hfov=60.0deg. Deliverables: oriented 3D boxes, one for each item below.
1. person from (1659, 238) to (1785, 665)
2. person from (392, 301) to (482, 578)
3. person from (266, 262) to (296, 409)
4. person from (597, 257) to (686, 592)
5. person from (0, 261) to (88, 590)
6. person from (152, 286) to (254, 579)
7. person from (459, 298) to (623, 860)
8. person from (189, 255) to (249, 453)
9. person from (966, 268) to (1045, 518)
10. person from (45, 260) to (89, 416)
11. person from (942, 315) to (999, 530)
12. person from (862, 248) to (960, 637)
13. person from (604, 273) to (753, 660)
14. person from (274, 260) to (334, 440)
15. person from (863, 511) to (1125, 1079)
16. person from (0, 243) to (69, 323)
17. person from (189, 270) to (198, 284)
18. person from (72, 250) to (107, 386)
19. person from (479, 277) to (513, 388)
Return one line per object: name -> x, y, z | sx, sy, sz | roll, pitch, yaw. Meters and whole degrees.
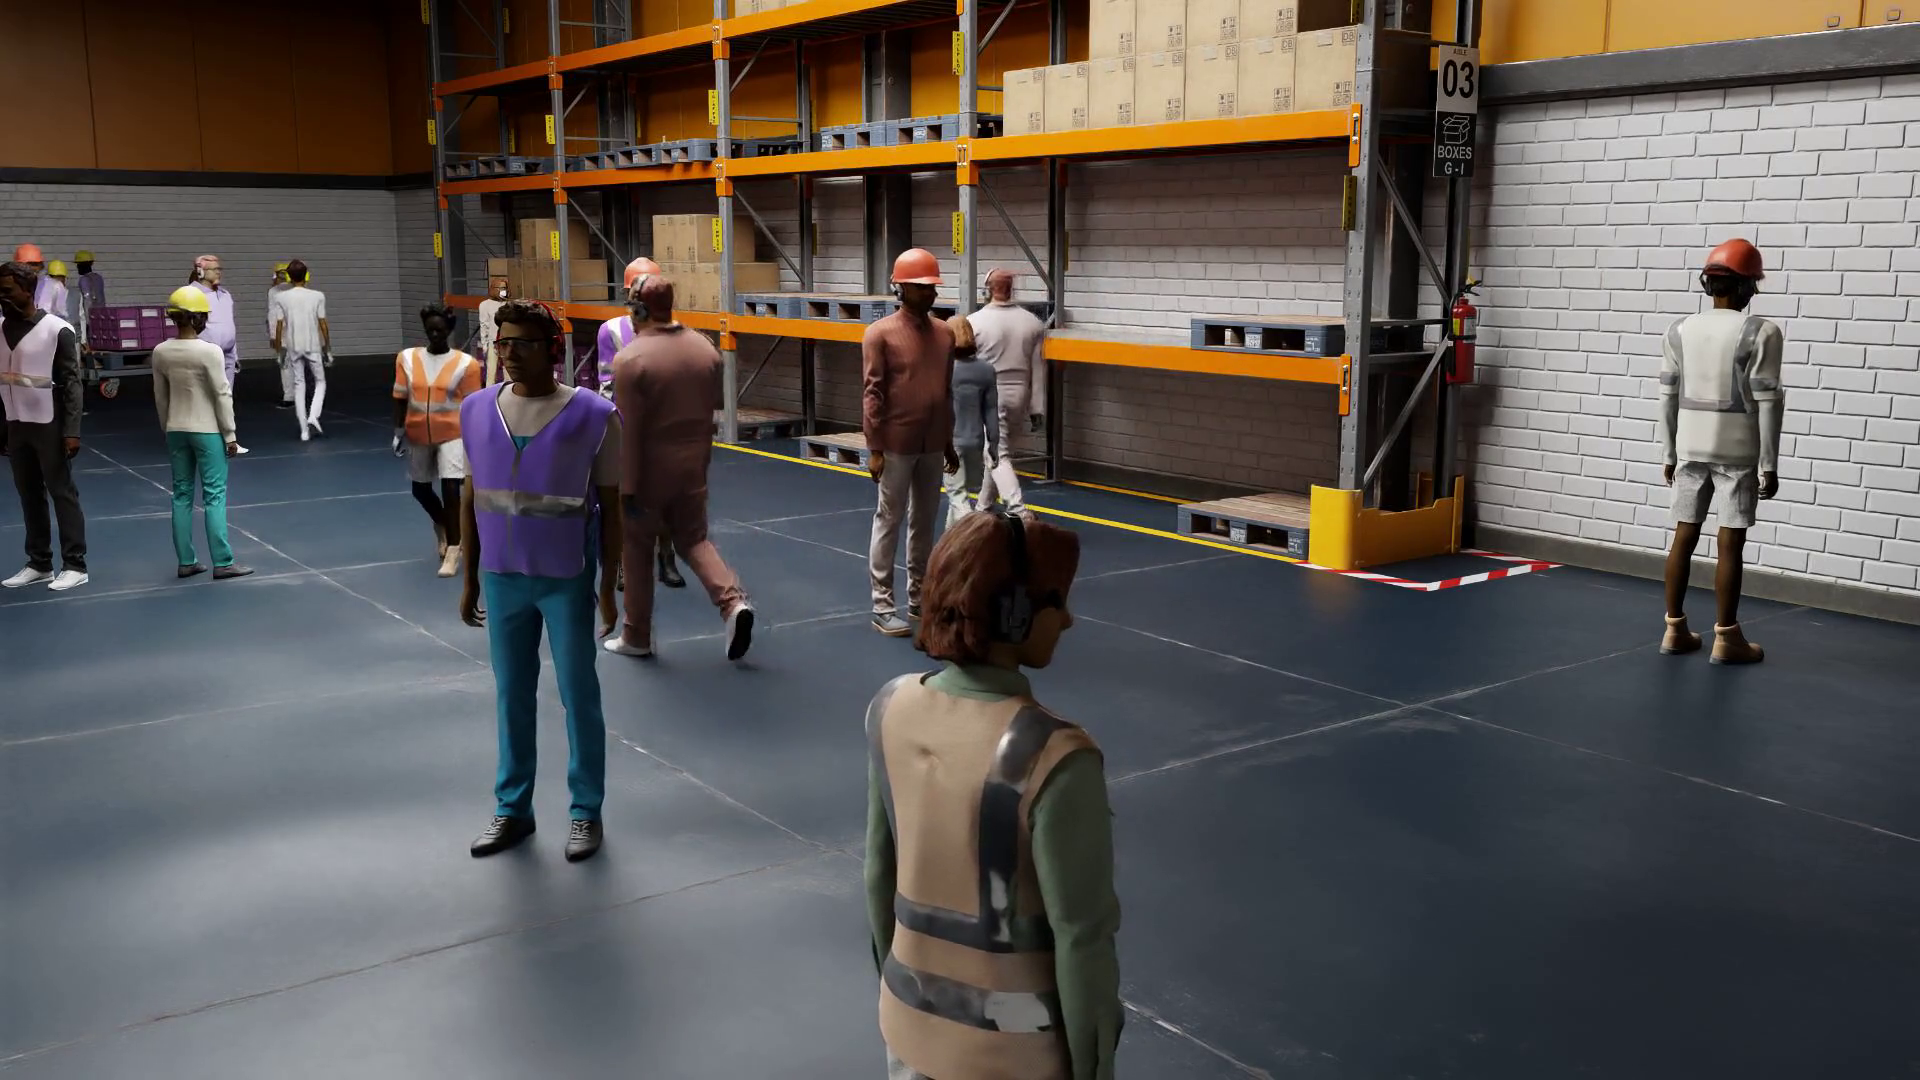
person -> 3.674, -0.422, 8.042 | 0.369, 2.045, 0.608 | -7, 12, -35
person -> -3.217, -0.647, 10.322 | 0.538, 1.676, 0.742 | 1, 10, 3
person -> -8.346, -2.507, 20.475 | 0.406, 1.796, 0.714 | 2, 10, 9
person -> -1.826, -0.669, 9.721 | 0.543, 1.939, 0.360 | -4, 11, -23
person -> -5.402, -0.665, 9.757 | 0.597, 1.916, 0.371 | 3, 11, 17
person -> -4.594, -0.640, 10.042 | 0.522, 1.770, 0.310 | 3, 11, 16
person -> -1.377, 0.129, 5.505 | 0.563, 1.847, 0.388 | 2, 10, 10
person -> -7.097, -1.746, 15.837 | 0.410, 1.913, 0.643 | 3, 10, 15
person -> 0.269, -0.943, 11.481 | 0.652, 1.863, 0.993 | -6, 12, -30
person -> -10.506, -2.351, 19.442 | 0.404, 1.830, 0.598 | 9, 13, 41
person -> -0.010, -0.565, 10.116 | 0.512, 1.590, 0.846 | -5, 11, -27
person -> -0.253, -0.501, 8.668 | 0.621, 2.002, 0.442 | -9, 14, -42
person -> -1.391, -0.332, 7.981 | 0.798, 1.884, 0.646 | 9, 13, 41
person -> -6.741, -1.947, 17.118 | 0.564, 1.856, 0.390 | -2, 10, -13
person -> 0.044, 0.769, 2.516 | 0.313, 1.637, 0.513 | -8, 13, -39
person -> -9.278, -1.963, 16.763 | 0.626, 2.004, 0.903 | -8, 13, -37
person -> -11.287, -3.207, 24.782 | 0.281, 1.636, 0.500 | -5, 11, -25
person -> -12.370, -3.155, 23.678 | 0.382, 1.924, 0.594 | -1, 10, -7
person -> -5.416, -2.276, 19.606 | 0.496, 1.629, 0.277 | -9, 13, -41
